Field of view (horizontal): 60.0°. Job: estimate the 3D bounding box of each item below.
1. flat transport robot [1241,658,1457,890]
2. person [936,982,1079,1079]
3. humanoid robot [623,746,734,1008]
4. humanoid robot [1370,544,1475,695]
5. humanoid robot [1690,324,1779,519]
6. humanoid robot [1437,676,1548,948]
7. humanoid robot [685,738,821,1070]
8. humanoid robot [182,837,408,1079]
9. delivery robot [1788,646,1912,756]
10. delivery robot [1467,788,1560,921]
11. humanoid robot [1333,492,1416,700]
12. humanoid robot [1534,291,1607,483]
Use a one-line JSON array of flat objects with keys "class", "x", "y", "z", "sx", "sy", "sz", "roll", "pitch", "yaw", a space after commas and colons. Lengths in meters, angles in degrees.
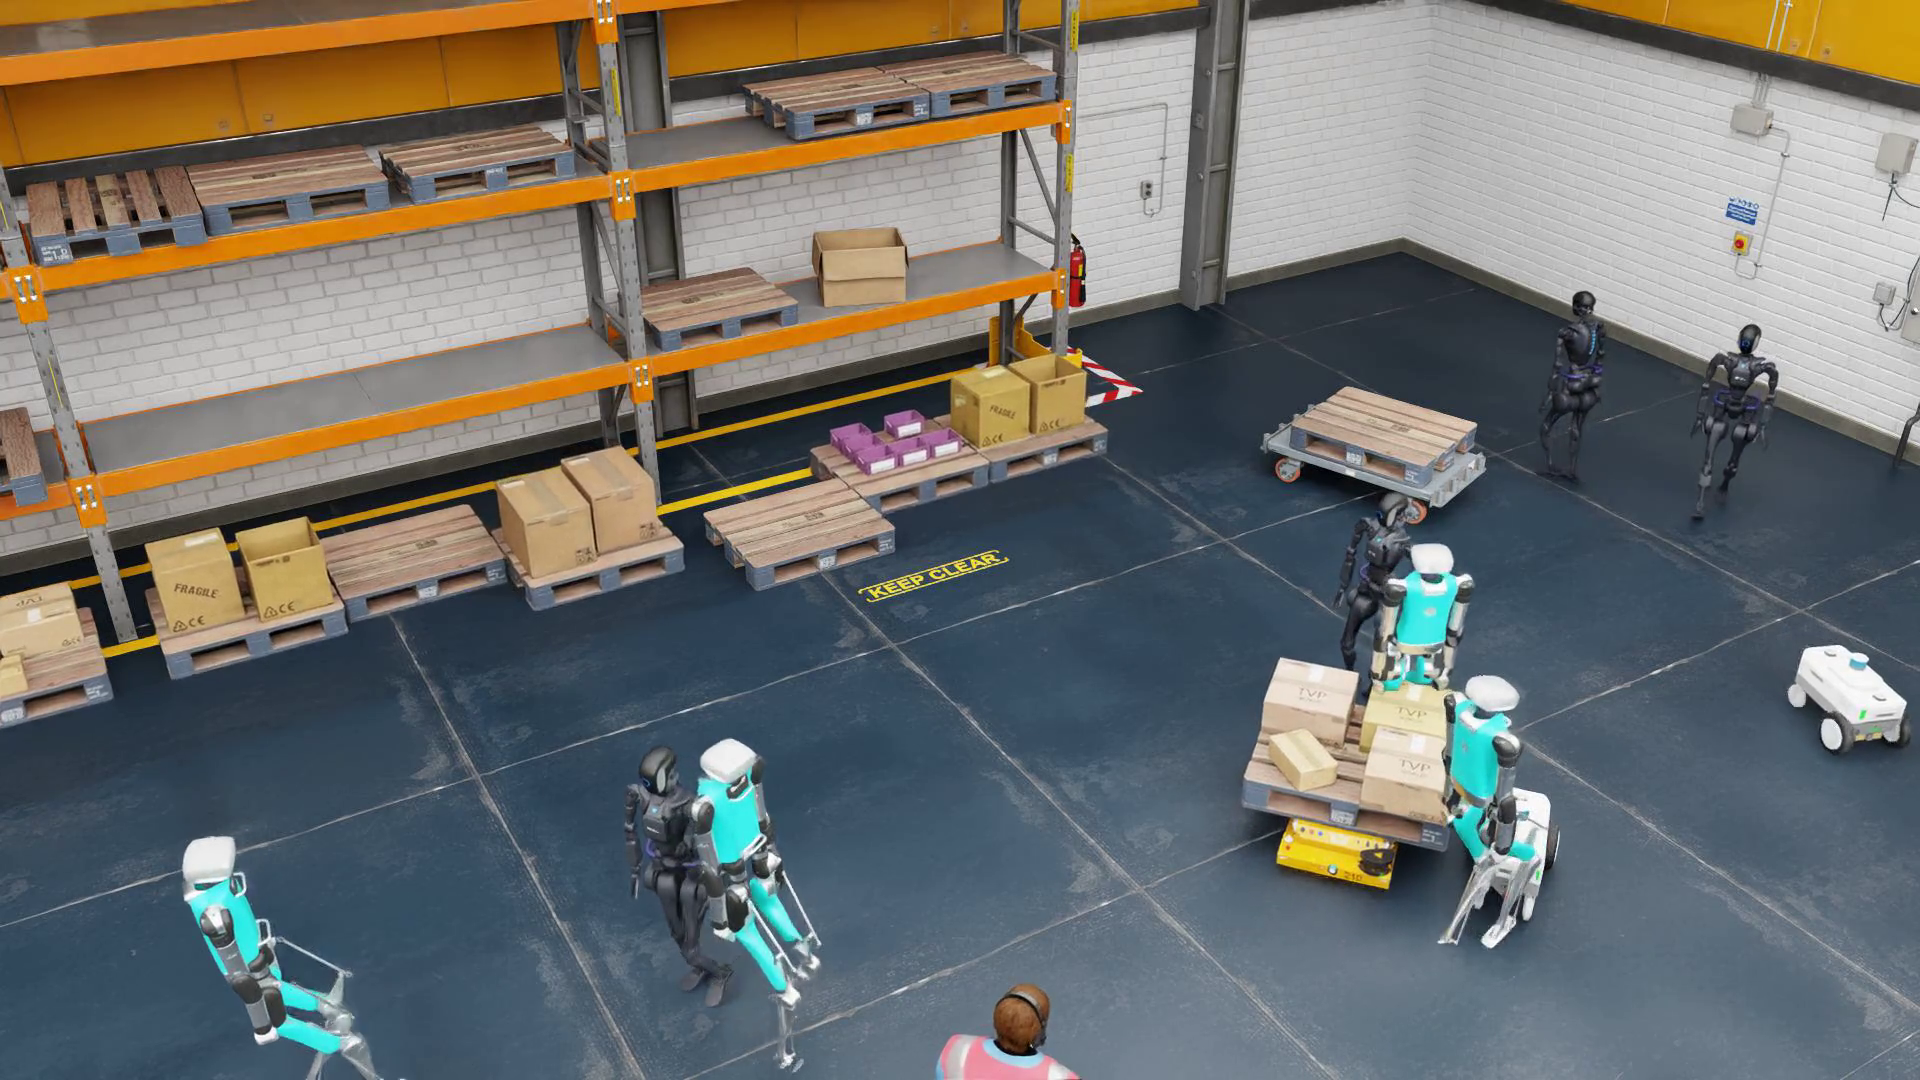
[{"class": "flat transport robot", "x": 2.408, "y": 1.563, "z": 10.207, "sx": 0.659, "sy": 0.231, "sz": 1.431, "roll": 10, "pitch": 31, "yaw": 18}, {"class": "person", "x": 0.213, "y": 2.563, "z": 6.855, "sx": 0.630, "sy": 1.835, "sz": 0.432, "roll": 11, "pitch": 31, "yaw": 19}, {"class": "humanoid robot", "x": -1.431, "y": 1.707, "z": 8.530, "sx": 0.600, "sy": 1.642, "sz": 0.368, "roll": 12, "pitch": 32, "yaw": 20}, {"class": "humanoid robot", "x": 2.726, "y": 0.739, "z": 10.249, "sx": 0.533, "sy": 1.841, "sz": 0.760, "roll": -2, "pitch": 30, "yaw": -4}, {"class": "humanoid robot", "x": 6.187, "y": -0.962, "z": 13.292, "sx": 0.583, "sy": 1.637, "sz": 0.761, "roll": 15, "pitch": 33, "yaw": 25}, {"class": "humanoid robot", "x": 2.947, "y": 1.455, "z": 8.916, "sx": 0.806, "sy": 1.789, "sz": 0.538, "roll": -12, "pitch": 31, "yaw": -20}, {"class": "humanoid robot", "x": -0.887, "y": 1.837, "z": 8.267, "sx": 0.803, "sy": 1.804, "sz": 0.532, "roll": 15, "pitch": 33, "yaw": 24}, {"class": "humanoid robot", "x": -3.065, "y": 2.105, "z": 7.857, "sx": 0.813, "sy": 1.877, "sz": 0.553, "roll": -13, "pitch": 32, "yaw": -21}, {"class": "delivery robot", "x": 5.818, "y": 1.037, "z": 10.862, "sx": 0.499, "sy": 0.608, "sz": 0.786, "roll": -4, "pitch": 30, "yaw": -8}, {"class": "delivery robot", "x": 3.189, "y": 1.759, "z": 9.590, "sx": 0.499, "sy": 0.614, "sz": 0.808, "roll": 10, "pitch": 31, "yaw": 18}, {"class": "humanoid robot", "x": 2.715, "y": 0.385, "z": 10.871, "sx": 0.320, "sy": 1.642, "sz": 0.611, "roll": -22, "pitch": 36, "yaw": -33}, {"class": "humanoid robot", "x": 5.104, "y": -1.258, "z": 13.776, "sx": 0.610, "sy": 1.635, "sz": 0.430, "roll": -14, "pitch": 32, "yaw": -23}]
